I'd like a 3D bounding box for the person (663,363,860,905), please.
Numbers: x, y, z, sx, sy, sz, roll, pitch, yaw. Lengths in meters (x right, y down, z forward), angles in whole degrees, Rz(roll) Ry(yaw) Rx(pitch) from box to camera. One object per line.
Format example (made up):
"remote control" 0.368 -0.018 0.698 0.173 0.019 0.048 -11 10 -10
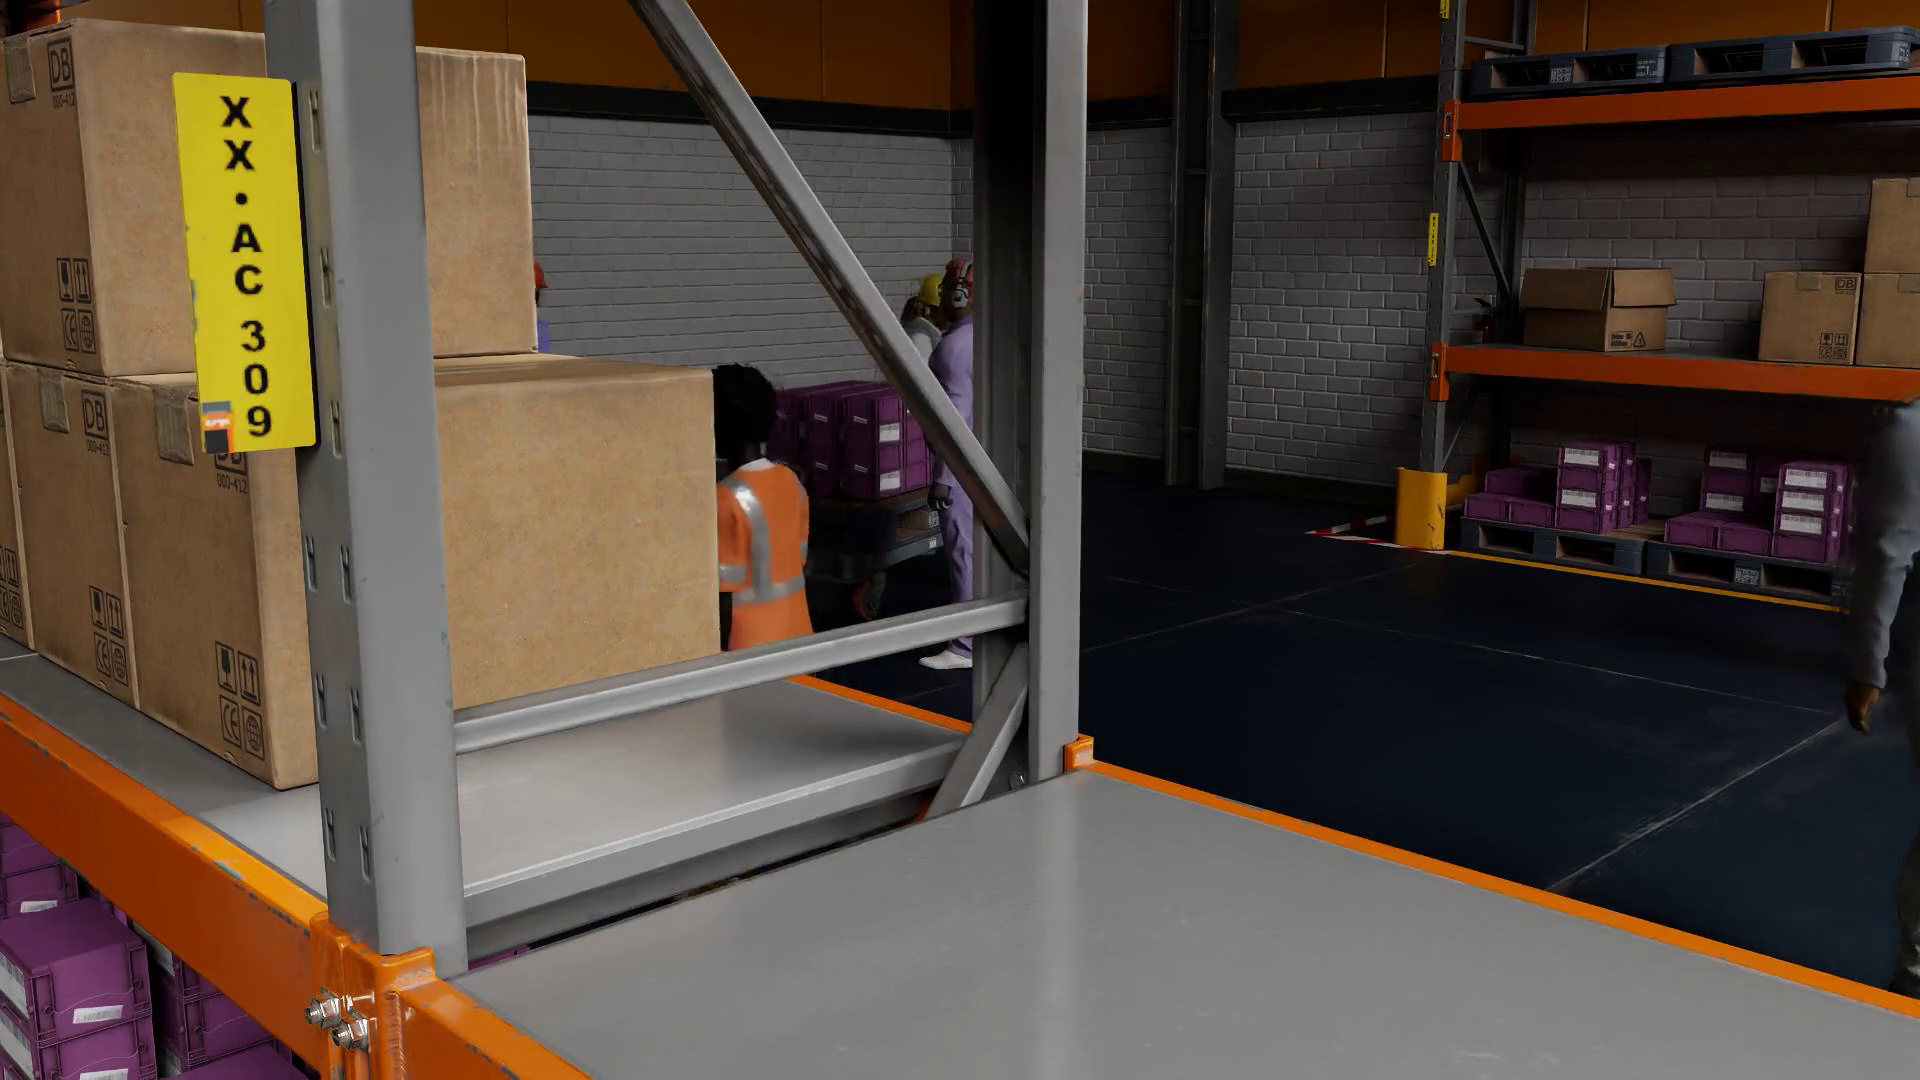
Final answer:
"person" -0.522 0.329 4.761 0.761 1.666 0.531 3 11 15

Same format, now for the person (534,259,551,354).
"person" -2.687 -0.791 10.295 0.556 1.908 0.856 5 11 24

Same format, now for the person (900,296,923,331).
"person" -0.258 -0.837 11.234 0.359 1.618 0.532 -3 11 -18

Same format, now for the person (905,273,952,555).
"person" -0.127 -0.767 10.446 0.676 1.787 0.615 3 11 14

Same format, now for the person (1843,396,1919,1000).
"person" 2.539 0.334 4.021 0.662 1.926 0.571 -2 11 -12

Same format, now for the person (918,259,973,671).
"person" 0.018 -0.348 7.796 0.407 1.913 0.641 4 11 22
